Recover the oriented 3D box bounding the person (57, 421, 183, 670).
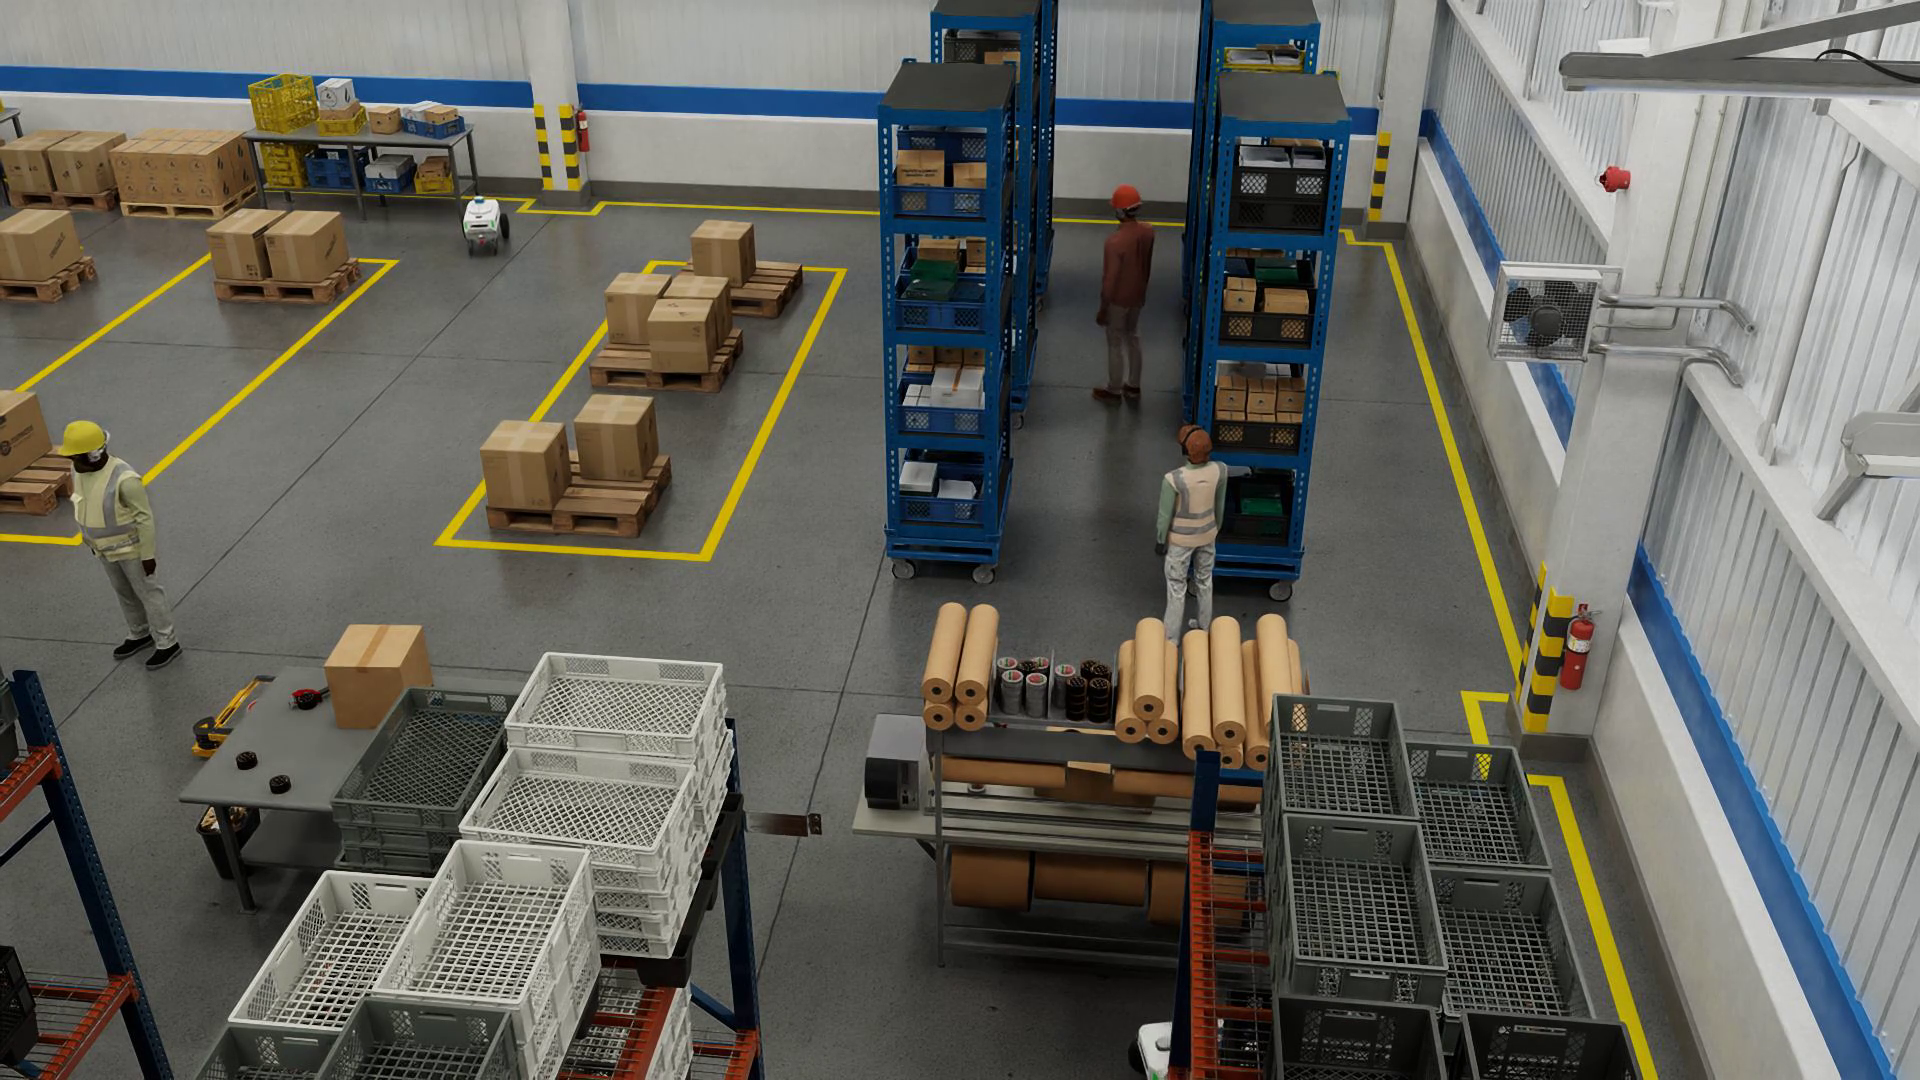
[{"bbox_3d":[-5.601,0.024,11.066,0.600,1.827,0.404,15,33,23],"label":"person"}]

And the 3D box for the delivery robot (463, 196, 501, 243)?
[{"bbox_3d":[-5.281,-3.553,18.373,0.477,0.478,0.707,-5,30,-8],"label":"delivery robot"}]

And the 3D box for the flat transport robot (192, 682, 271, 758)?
[{"bbox_3d":[-4.089,1.163,10.648,1.431,0.197,0.652,3,30,6],"label":"flat transport robot"}]

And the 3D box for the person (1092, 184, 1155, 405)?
[{"bbox_3d":[1.438,-2.157,14.655,0.384,1.995,0.615,26,39,37],"label":"person"}]

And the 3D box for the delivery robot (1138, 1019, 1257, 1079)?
[{"bbox_3d":[1.228,2.482,8.014,0.707,0.478,0.477,-4,30,-6],"label":"delivery robot"}]

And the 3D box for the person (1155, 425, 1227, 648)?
[{"bbox_3d":[1.566,-0.017,11.333,0.518,1.632,0.314,-14,33,-22],"label":"person"}]
